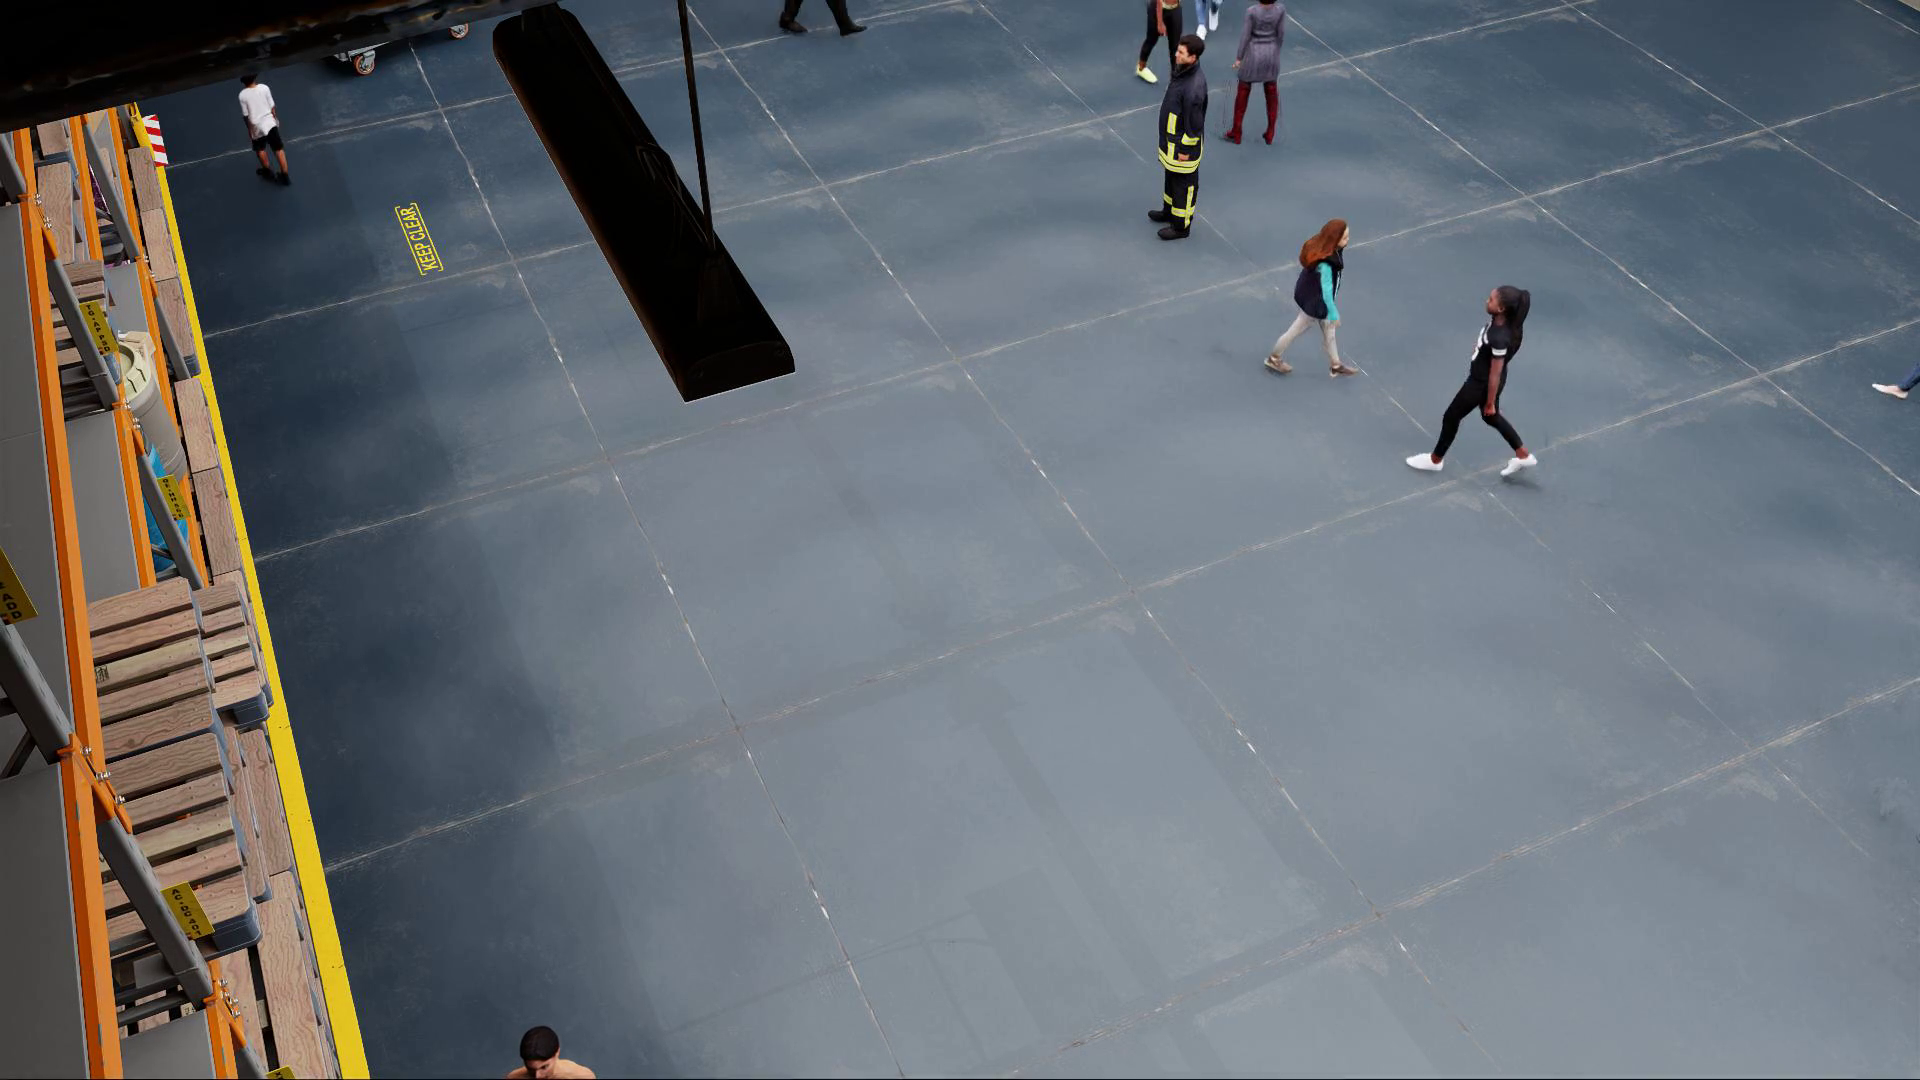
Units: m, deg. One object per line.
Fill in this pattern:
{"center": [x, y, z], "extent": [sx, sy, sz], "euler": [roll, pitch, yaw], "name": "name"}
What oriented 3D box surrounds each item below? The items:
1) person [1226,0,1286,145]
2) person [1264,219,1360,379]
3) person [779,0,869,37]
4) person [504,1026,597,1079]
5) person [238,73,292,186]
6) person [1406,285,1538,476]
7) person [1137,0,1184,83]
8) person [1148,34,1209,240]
{"center": [2.853, -4.599, 15.910], "extent": [0.673, 1.706, 0.633], "euler": [-6, 44, -6], "name": "person"}
{"center": [2.768, -1.901, 13.256], "extent": [1.044, 1.460, 0.979], "euler": [15, 46, 16], "name": "person"}
{"center": [-1.637, -6.167, 17.435], "extent": [1.309, 1.872, 1.267], "euler": [13, 45, 13], "name": "person"}
{"center": [-1.890, 2.867, 7.989], "extent": [0.648, 1.822, 0.623], "euler": [-6, 44, -6], "name": "person"}
{"center": [-6.460, -3.859, 15.466], "extent": [0.707, 1.246, 0.613], "euler": [33, 53, 30], "name": "person"}
{"center": [3.961, -1.118, 12.267], "extent": [1.165, 1.690, 1.149], "euler": [12, 45, 13], "name": "person"}
{"center": [2.008, -5.297, 16.654], "extent": [0.651, 1.690, 1.100], "euler": [-30, 51, -28], "name": "person"}
{"center": [1.970, -3.569, 14.670], "extent": [0.908, 1.926, 0.711], "euler": [-7, 44, -7], "name": "person"}
